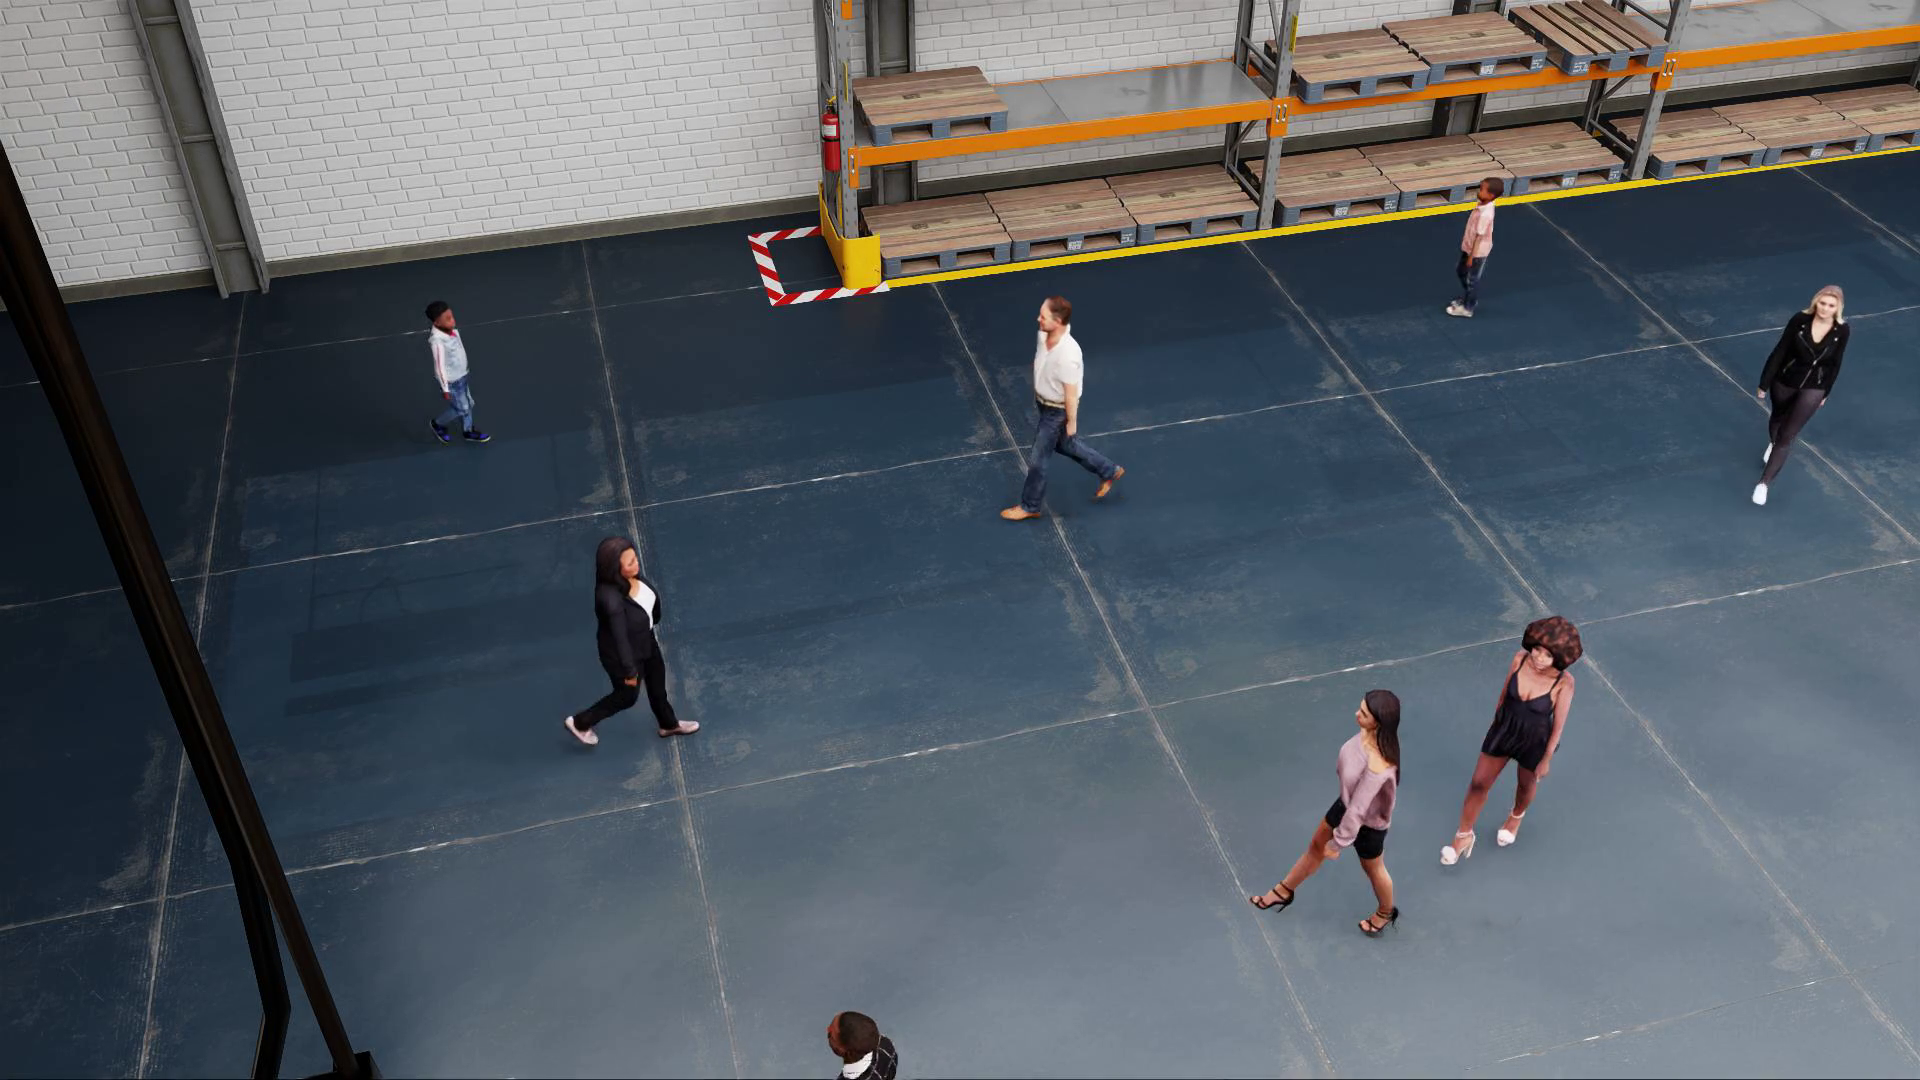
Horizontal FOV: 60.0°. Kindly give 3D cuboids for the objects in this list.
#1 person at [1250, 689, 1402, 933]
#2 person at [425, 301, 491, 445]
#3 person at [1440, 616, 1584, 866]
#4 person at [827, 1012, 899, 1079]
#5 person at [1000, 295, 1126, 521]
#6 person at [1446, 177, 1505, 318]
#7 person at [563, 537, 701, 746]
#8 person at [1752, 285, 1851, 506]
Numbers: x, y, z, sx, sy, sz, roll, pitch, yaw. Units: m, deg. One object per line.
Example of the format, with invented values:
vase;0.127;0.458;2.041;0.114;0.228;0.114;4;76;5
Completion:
person;2.231;1.500;8.816;1.127;1.771;0.854;2;39;2
person;-3.928;-1.277;12.710;0.723;1.252;0.602;5;39;6
person;3.205;1.079;9.347;0.826;1.767;0.950;31;48;33
person;-0.357;2.715;7.269;1.062;1.804;0.969;14;41;17
person;0.793;-0.933;11.822;1.162;1.822;0.659;-8;39;-10
person;4.472;-2.487;14.184;0.611;1.303;0.591;9;39;11
person;-2.078;0.656;10.018;1.102;1.590;0.780;-2;39;-3
person;6.165;-1.147;12.240;1.130;1.635;1.205;21;43;24
